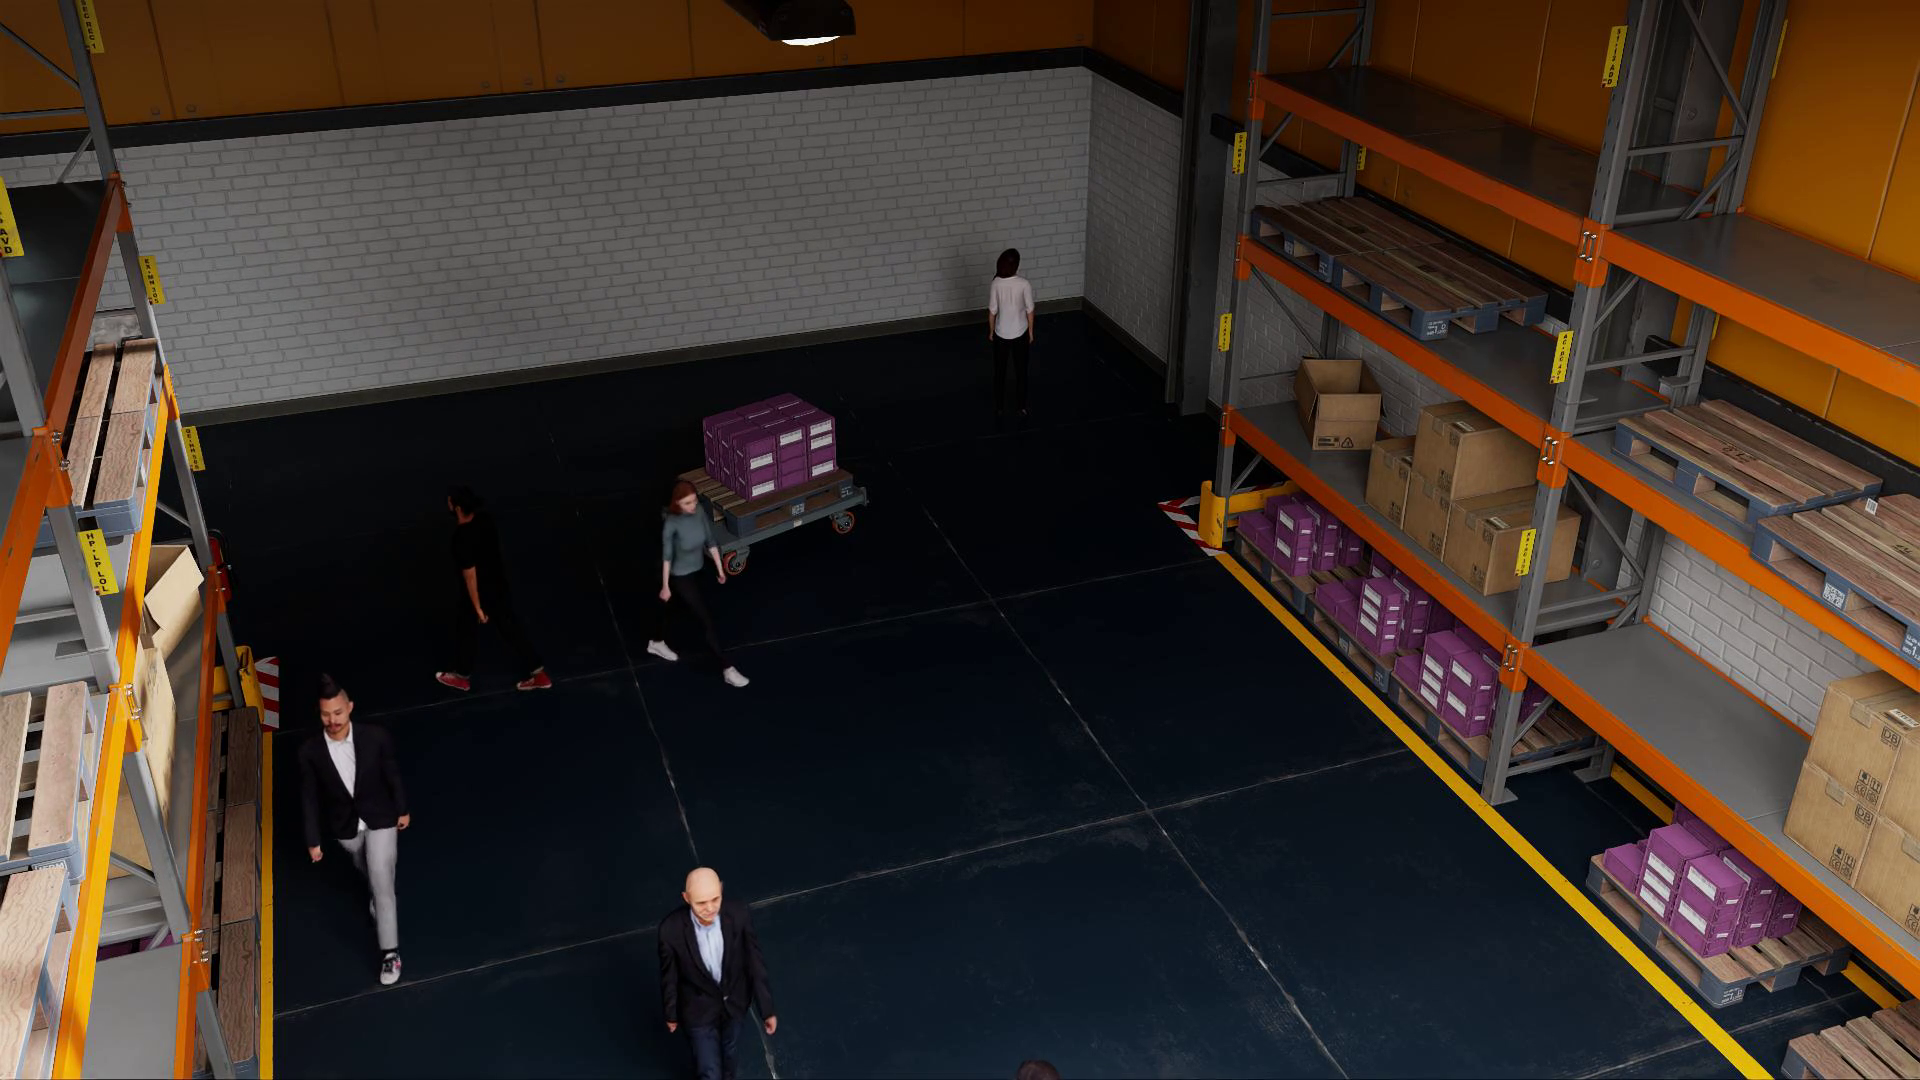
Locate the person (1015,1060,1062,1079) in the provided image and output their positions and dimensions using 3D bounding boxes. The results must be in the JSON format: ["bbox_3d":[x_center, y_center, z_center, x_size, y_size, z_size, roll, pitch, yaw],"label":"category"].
[{"bbox_3d":[0.357,2.990,7.418,0.691,1.773,0.654,16,33,27],"label":"person"}]

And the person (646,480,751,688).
[{"bbox_3d":[-2.100,0.289,12.460,1.234,1.688,1.140,14,32,24],"label":"person"}]

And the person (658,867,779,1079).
[{"bbox_3d":[-1.285,2.346,8.593,0.722,1.780,0.810,-14,32,-24],"label":"person"}]

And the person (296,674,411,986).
[{"bbox_3d":[-3.564,1.584,9.865,0.815,1.899,1.263,-7,29,-12],"label":"person"}]

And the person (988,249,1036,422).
[{"bbox_3d":[0.505,-2.037,16.613,0.687,1.794,0.681,4,29,8],"label":"person"}]

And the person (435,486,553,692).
[{"bbox_3d":[-3.411,0.404,12.216,1.142,1.719,1.151,9,30,15],"label":"person"}]
